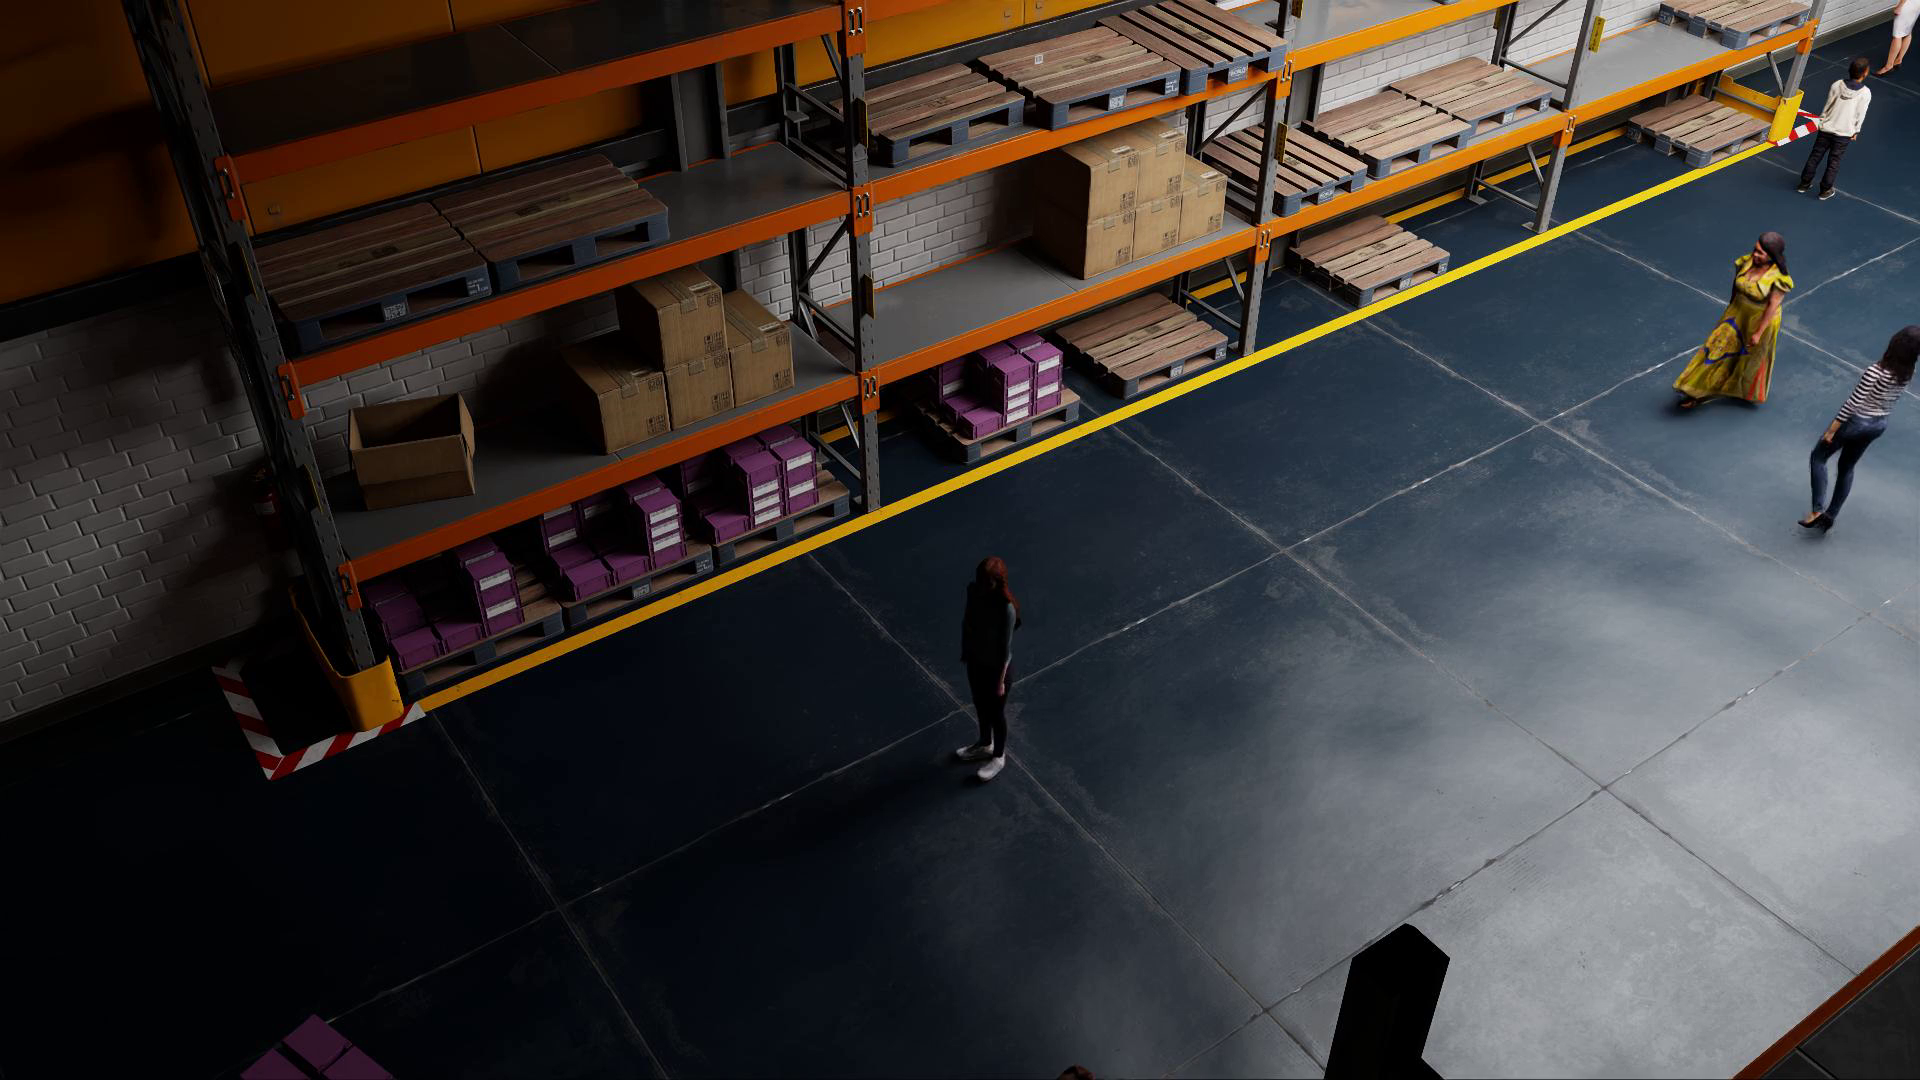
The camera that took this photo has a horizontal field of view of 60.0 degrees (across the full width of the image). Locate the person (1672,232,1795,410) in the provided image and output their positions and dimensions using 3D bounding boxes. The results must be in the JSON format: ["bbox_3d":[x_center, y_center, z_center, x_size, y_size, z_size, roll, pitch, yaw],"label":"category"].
[{"bbox_3d":[6.638,-1.835,13.877,1.267,1.615,0.716,-26,45,-28],"label":"person"}]

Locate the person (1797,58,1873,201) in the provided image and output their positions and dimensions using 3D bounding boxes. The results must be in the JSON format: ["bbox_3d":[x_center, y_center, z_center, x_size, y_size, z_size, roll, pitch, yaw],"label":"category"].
[{"bbox_3d":[8.947,-4.203,16.974,0.524,1.451,0.594,-29,47,-32],"label":"person"}]

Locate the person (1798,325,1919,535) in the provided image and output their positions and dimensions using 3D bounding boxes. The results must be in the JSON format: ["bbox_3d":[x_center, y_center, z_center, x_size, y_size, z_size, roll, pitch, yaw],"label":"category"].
[{"bbox_3d":[6.734,-0.796,12.463,0.680,1.755,0.841,-17,42,-20],"label":"person"}]

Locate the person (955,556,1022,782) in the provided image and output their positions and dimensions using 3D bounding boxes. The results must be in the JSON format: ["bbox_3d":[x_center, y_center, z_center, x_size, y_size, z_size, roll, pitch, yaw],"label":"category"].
[{"bbox_3d":[0.174,0.793,10.486,0.546,1.741,0.593,-19,42,-22],"label":"person"}]

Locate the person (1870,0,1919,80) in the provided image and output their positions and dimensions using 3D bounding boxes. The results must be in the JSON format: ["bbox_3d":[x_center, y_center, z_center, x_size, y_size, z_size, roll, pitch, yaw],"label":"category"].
[{"bbox_3d":[11.029,-6.231,19.273,0.436,1.751,0.612,-24,44,-27],"label":"person"}]
